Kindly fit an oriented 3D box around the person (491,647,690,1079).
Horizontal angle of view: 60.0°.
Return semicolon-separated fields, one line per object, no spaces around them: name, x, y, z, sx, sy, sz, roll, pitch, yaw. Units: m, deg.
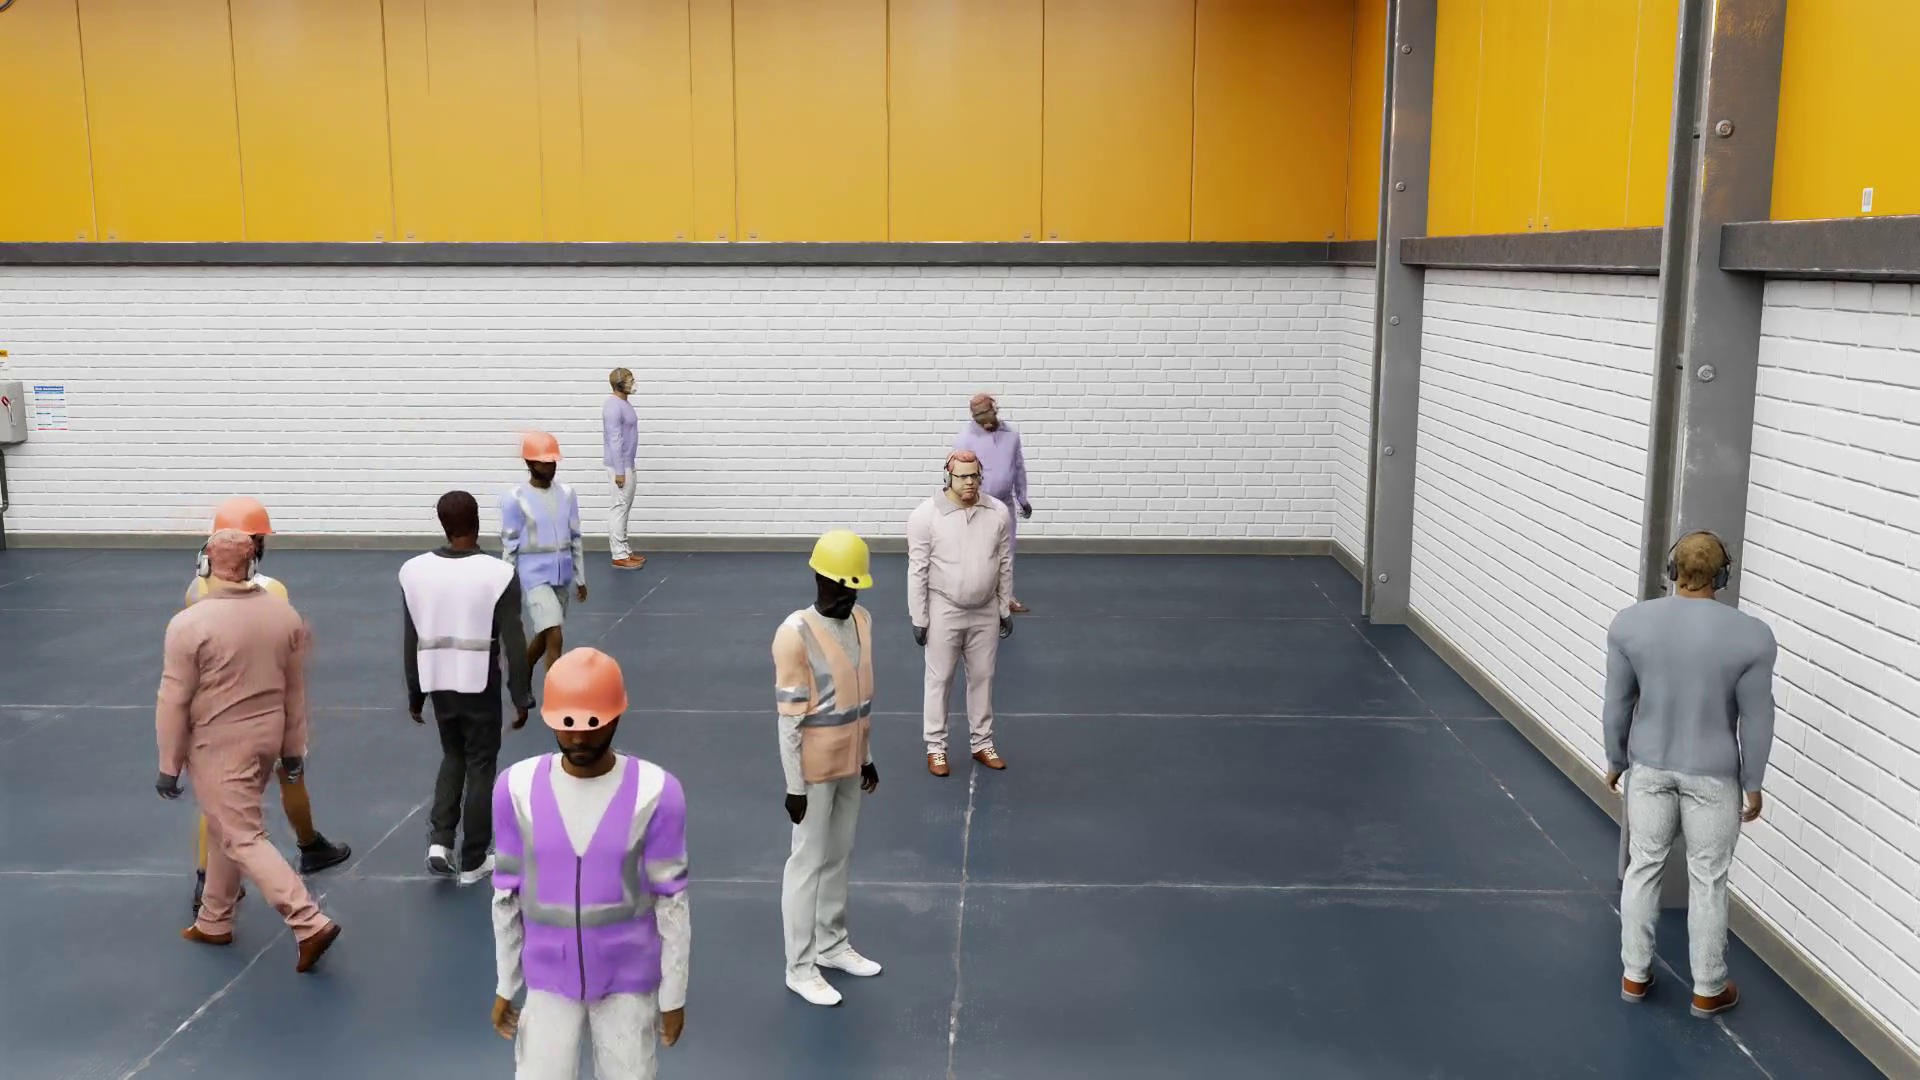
person;-1.050;1.239;4.726;0.575;1.926;0.407;0;10;-2

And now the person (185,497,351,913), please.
person;-3.321;0.744;7.781;0.559;1.899;0.920;3;10;16

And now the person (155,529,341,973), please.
person;-3.005;0.888;7.025;0.936;1.868;0.650;4;10;21

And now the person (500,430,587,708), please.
person;-2.712;0.223;10.762;0.949;1.901;0.553;8;13;39

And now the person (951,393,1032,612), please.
person;0.262;-0.293;13.867;0.718;1.877;0.431;-6;11;-32

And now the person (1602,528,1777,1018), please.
person;2.865;0.914;6.588;0.629;1.940;0.379;8;12;38

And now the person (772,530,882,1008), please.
person;-0.509;0.900;6.737;0.395;1.914;0.590;6;11;29

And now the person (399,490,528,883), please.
person;-2.340;0.709;7.921;0.615;1.889;0.447;2;10;10

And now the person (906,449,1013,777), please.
person;0.017;0.417;9.622;0.646;1.902;0.399;-4;11;-23

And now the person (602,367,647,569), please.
person;-3.238;-0.694;15.998;0.368;1.940;0.632;0;10;-3
